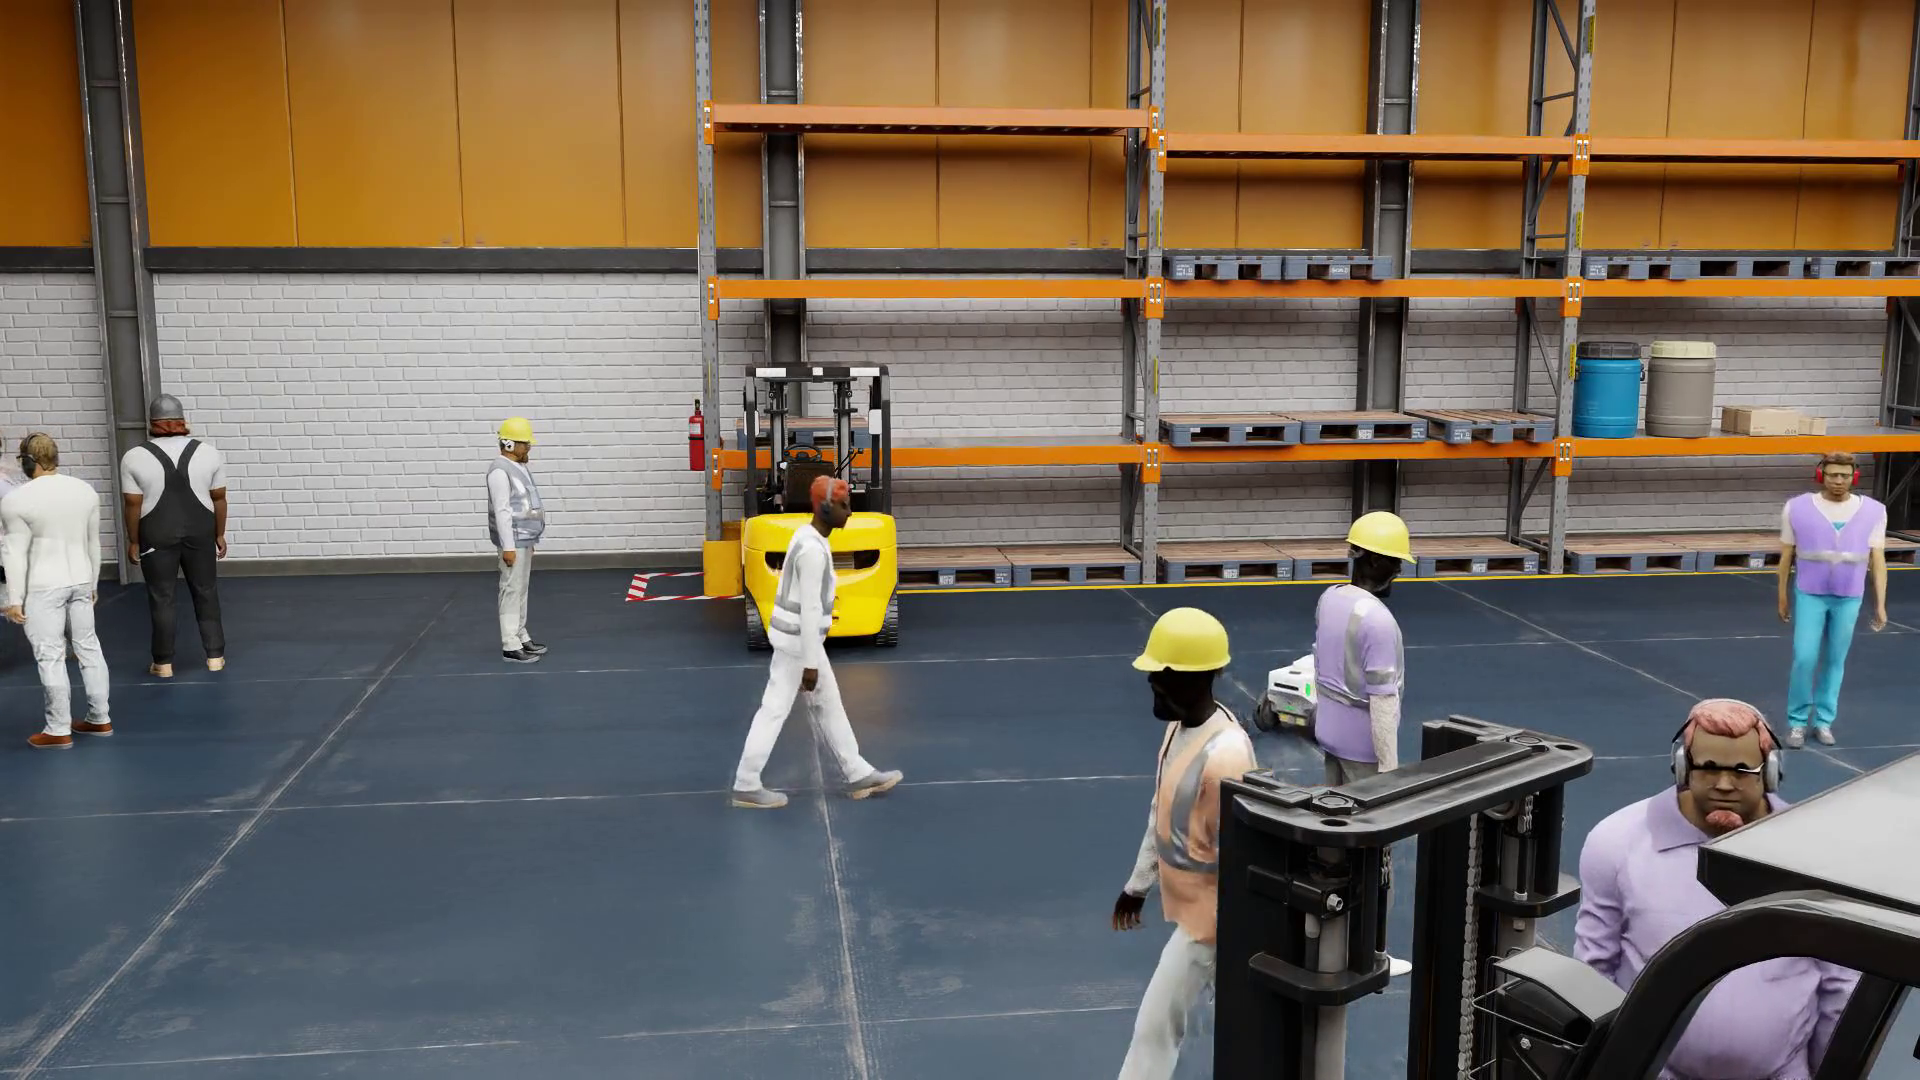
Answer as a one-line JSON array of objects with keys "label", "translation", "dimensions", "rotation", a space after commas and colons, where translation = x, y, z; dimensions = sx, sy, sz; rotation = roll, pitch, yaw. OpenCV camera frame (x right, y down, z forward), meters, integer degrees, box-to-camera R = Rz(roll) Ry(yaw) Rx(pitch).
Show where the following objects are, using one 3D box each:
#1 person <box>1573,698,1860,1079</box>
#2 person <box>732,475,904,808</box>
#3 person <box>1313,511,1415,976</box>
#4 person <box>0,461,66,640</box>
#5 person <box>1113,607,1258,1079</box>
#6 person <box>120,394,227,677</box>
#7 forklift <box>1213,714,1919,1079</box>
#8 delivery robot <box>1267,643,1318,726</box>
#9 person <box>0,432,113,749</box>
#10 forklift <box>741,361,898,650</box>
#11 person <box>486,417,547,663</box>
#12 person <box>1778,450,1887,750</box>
[{"label": "person", "translation": [1.802, 1.307, 4.020], "dimensions": [0.646, 1.901, 0.398], "rotation": [3, 10, 18]}, {"label": "person", "translation": [-0.798, 0.558, 8.950], "dimensions": [0.949, 1.816, 0.601], "rotation": [0, 9, -2]}, {"label": "person", "translation": [1.670, 0.834, 6.902], "dimensions": [0.380, 1.917, 0.585], "rotation": [-2, 9, -13]}, {"label": "person", "translation": [-6.852, 0.088, 11.851], "dimensions": [0.805, 1.819, 0.630], "rotation": [-7, 12, -38]}, {"label": "person", "translation": [0.720, 1.130, 5.173], "dimensions": [0.996, 1.875, 0.591], "rotation": [0, 9, 1]}, {"label": "person", "translation": [-5.664, -0.045, 12.004], "dimensions": [0.689, 2.000, 0.537], "rotation": [-6, 11, -34]}, {"label": "forklift", "translation": [1.441, 1.425, 2.350], "dimensions": [1.214, 2.155, 2.313], "rotation": [-7, 12, -39]}, {"label": "delivery robot", "translation": [2.260, 0.894, 10.472], "dimensions": [0.707, 0.478, 0.477], "rotation": [-9, 12, -43]}, {"label": "person", "translation": [-5.531, 0.305, 10.180], "dimensions": [0.379, 1.930, 0.626], "rotation": [4, 10, 23]}, {"label": "forklift", "translation": [-1.154, -0.340, 13.365], "dimensions": [1.214, 2.155, 2.313], "rotation": [-1, 9, -7]}, {"label": "person", "translation": [-3.306, -0.008, 12.430], "dimensions": [0.404, 1.829, 0.588], "rotation": [0, 9, -1]}, {"label": "person", "translation": [5.285, 0.373, 10.064], "dimensions": [0.585, 1.826, 0.617], "rotation": [2, 9, 15]}]
